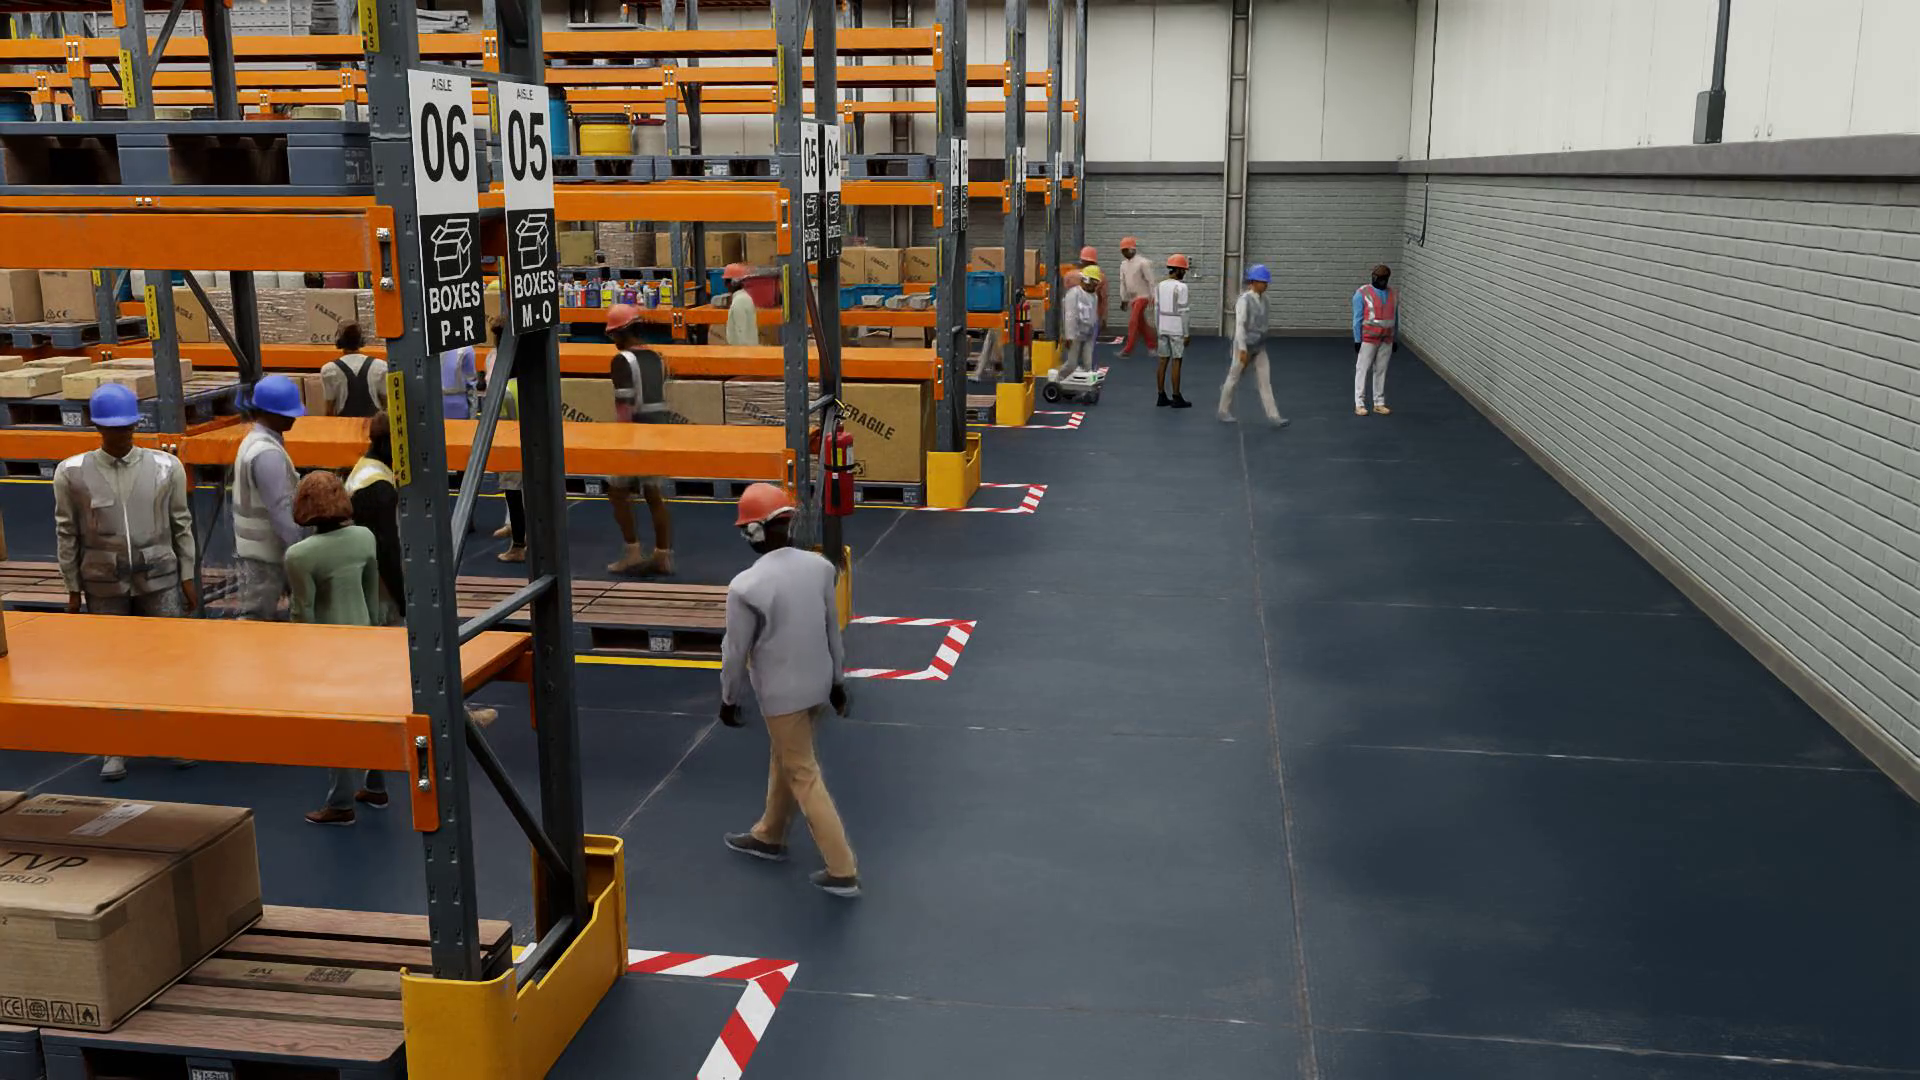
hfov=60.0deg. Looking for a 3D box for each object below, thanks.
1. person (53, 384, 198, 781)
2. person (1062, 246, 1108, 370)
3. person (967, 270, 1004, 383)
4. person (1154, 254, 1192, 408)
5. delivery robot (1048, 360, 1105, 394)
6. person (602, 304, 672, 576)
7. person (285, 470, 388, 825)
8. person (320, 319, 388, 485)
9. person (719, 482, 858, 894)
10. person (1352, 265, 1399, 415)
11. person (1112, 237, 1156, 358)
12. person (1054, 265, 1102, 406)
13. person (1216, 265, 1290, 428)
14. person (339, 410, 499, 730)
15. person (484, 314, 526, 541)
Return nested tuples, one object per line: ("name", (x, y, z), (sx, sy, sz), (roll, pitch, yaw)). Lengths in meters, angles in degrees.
("person", (-4.078, 0.202, 8.176), (0.609, 1.946, 0.395), (-7, 14, -29))
("person", (1.746, -3.095, 23.082), (0.632, 1.955, 0.730), (3, 13, 14))
("person", (0.422, -2.932, 23.109), (0.828, 1.596, 0.524), (0, 12, 0))
("person", (2.705, -2.638, 21.034), (0.375, 1.930, 0.542), (-10, 16, -38))
("delivery robot", (1.503, -2.088, 21.467), (0.707, 0.478, 0.477), (7, 14, 28))
("person", (-2.378, -0.724, 12.237), (0.613, 1.998, 0.639), (7, 14, 27))
("person", (-2.845, 0.490, 7.588), (0.285, 1.633, 0.498), (6, 14, 25))
("person", (-4.658, -0.792, 12.903), (0.505, 1.843, 0.355), (-6, 14, -26))
("person", (-0.713, 0.607, 6.911), (0.788, 1.701, 0.574), (8, 15, 32))
("person", (5.108, -2.450, 20.398), (0.624, 1.840, 0.429), (-4, 13, -19))
("person", (2.866, -3.872, 26.643), (0.863, 1.931, 0.630), (-6, 14, -27))
("person", (1.487, -2.620, 21.265), (0.624, 1.796, 0.628), (-12, 17, -42))
("person", (3.401, -2.254, 19.407), (0.638, 1.890, 1.024), (-11, 16, -40))
("person", (-2.895, 0.222, 8.464), (0.926, 1.783, 0.627), (-2, 13, -9))
("person", (-3.595, -0.902, 13.422), (0.634, 1.835, 0.430), (8, 15, 31))
